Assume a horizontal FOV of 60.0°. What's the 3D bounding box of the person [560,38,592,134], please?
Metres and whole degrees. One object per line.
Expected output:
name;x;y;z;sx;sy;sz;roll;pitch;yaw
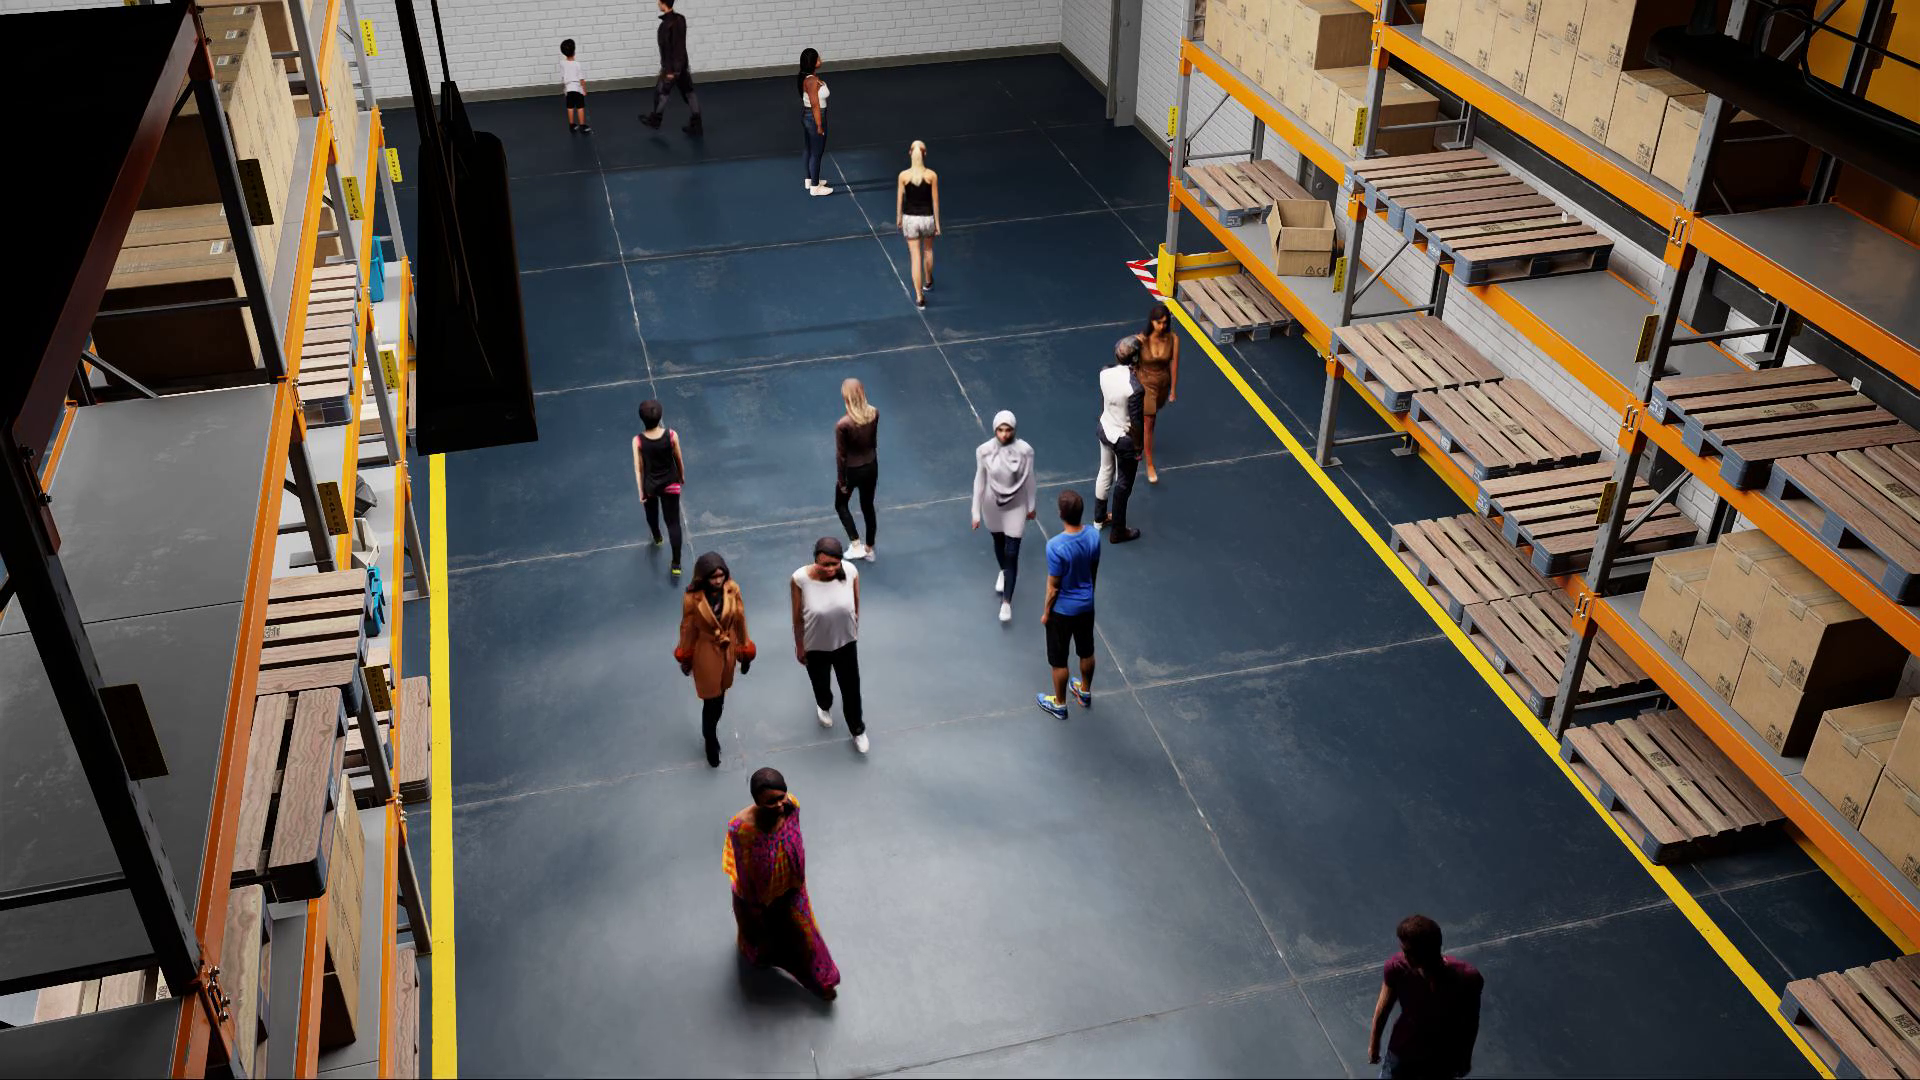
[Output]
person;-5.240;-6.158;22.574;0.565;1.257;0.601;7;34;10

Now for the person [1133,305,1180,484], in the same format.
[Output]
person;1.739;-1.408;15.084;0.608;1.637;1.093;-4;34;-6

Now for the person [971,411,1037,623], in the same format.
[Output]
person;0.366;-0.293;13.314;0.915;1.740;1.144;5;34;7

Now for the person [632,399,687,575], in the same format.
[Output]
person;-2.461;-0.418;13.707;0.564;1.514;1.029;-9;35;-14

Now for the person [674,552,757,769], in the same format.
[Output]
person;-1.760;0.774;11.739;0.771;1.706;0.765;-15;36;-21

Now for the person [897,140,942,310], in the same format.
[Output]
person;-0.443;-3.374;17.875;0.807;1.822;1.030;0;34;1

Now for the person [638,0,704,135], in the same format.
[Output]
person;-3.734;-6.358;22.285;1.198;1.910;1.214;12;36;18

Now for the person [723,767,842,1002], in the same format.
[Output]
person;-1.178;1.984;9.973;0.942;1.647;1.208;-22;40;-30

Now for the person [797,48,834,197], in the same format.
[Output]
person;-1.829;-5.196;20.628;0.699;1.810;0.539;-10;35;-15

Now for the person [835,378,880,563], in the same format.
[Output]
person;-0.787;-0.525;13.705;0.693;1.693;0.702;-24;41;-32

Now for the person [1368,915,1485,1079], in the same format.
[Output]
person;2.463;2.688;8.763;0.751;1.814;0.719;0;34;0

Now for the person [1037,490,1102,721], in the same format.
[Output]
person;0.811;0.472;12.049;0.679;1.867;0.663;-20;38;-27

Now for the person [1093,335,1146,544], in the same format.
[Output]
person;1.340;-0.866;14.038;0.805;1.892;0.660;-22;39;-29

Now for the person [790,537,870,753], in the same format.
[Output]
person;-0.962;0.652;11.960;0.657;1.664;0.899;-8;34;-11
